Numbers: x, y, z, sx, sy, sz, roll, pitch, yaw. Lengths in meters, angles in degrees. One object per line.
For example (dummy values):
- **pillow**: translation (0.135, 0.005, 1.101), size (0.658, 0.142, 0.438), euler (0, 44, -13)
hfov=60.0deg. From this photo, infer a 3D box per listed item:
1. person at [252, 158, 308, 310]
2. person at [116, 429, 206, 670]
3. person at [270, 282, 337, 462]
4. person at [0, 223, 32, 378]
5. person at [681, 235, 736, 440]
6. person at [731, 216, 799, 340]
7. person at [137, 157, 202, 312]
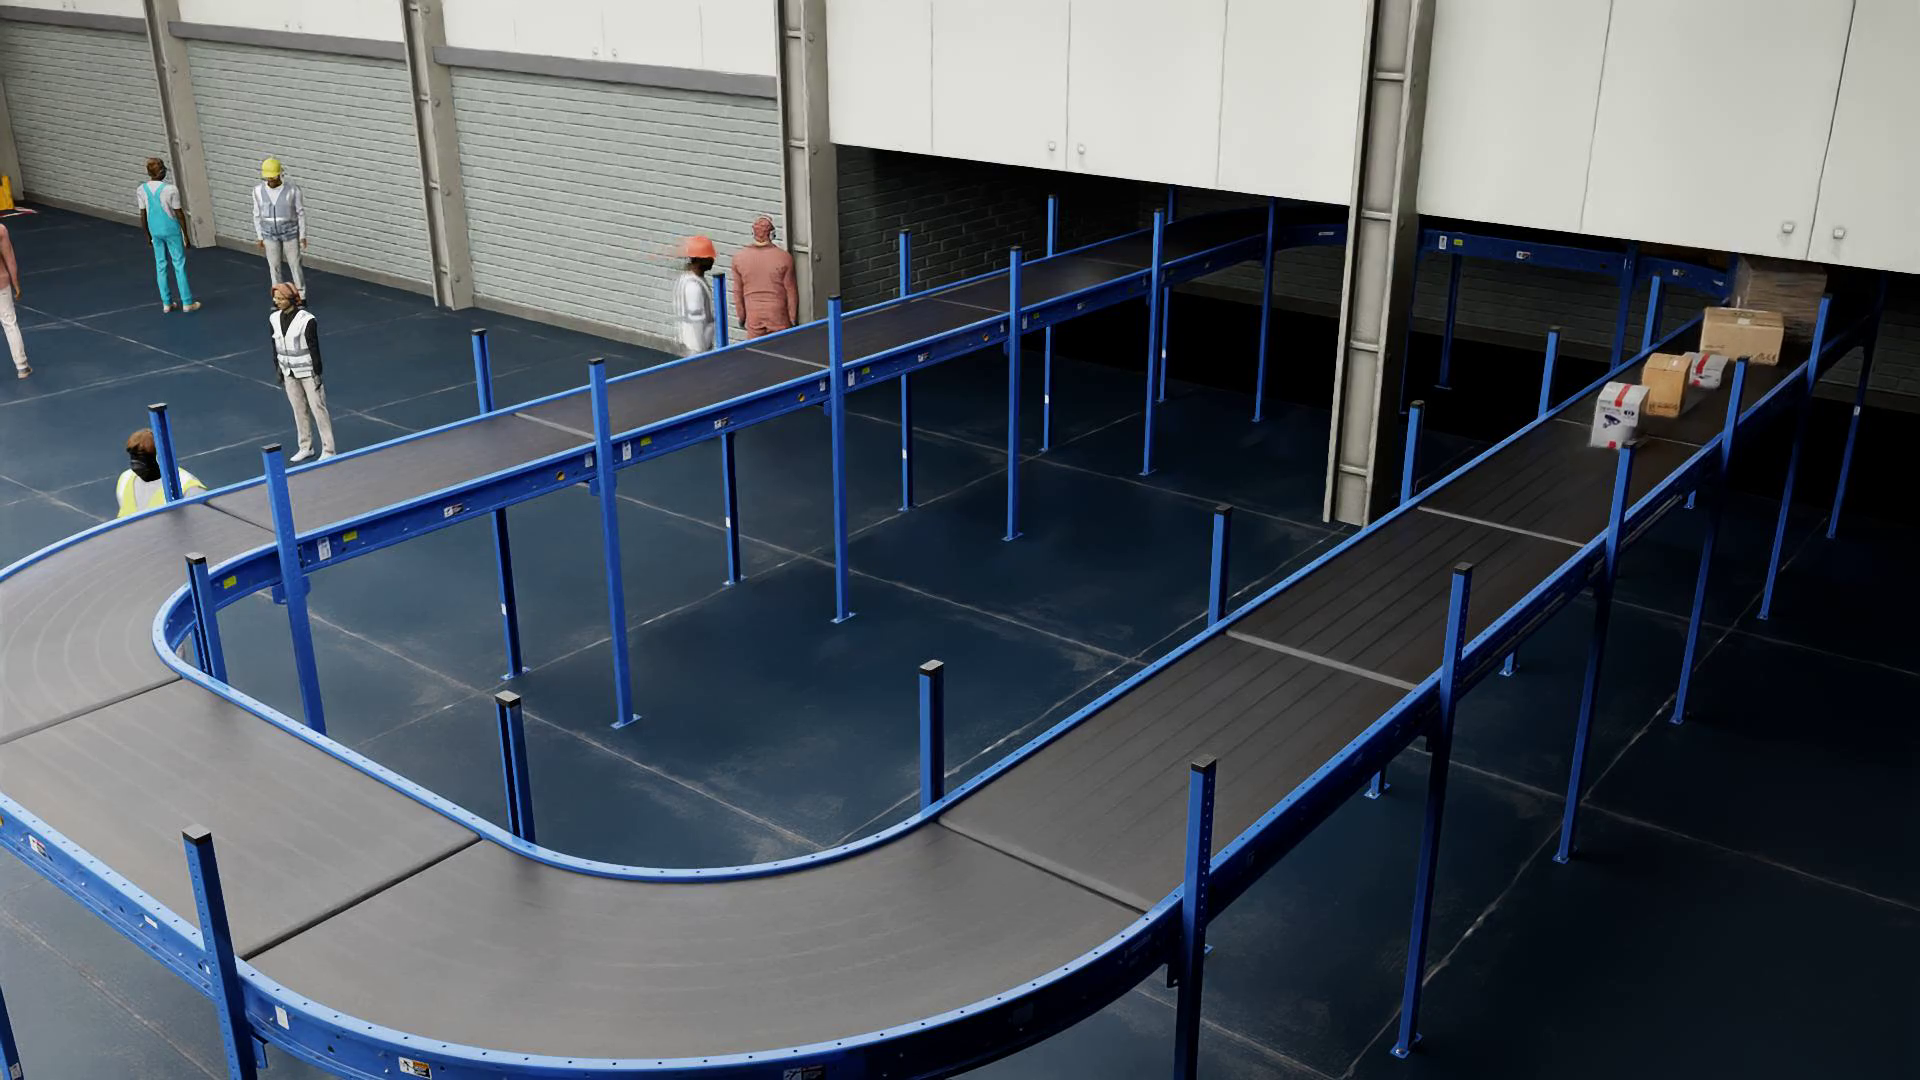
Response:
- **person**: translation (-8.192, -3.685, 20.063), size (0.586, 1.823, 0.403), euler (-4, 22, -9)
- **person**: translation (-4.825, 0.208, 10.146), size (0.625, 1.846, 0.429), euler (6, 22, 15)
- **person**: translation (-5.831, -1.474, 14.708), size (0.519, 1.633, 0.311), euler (9, 23, 21)
- **person**: translation (-10.035, -2.631, 17.155), size (0.612, 1.995, 0.379), euler (-12, 25, -28)
- **person**: translation (-2.407, -1.836, 15.232), size (0.553, 1.920, 0.549), euler (-2, 22, -4)
- **person**: translation (-1.861, -2.186, 16.144), size (0.639, 1.908, 0.409), euler (4, 22, 9)
- **person**: translation (-9.514, -3.651, 19.946), size (0.514, 1.844, 0.327), euler (0, 21, 1)
